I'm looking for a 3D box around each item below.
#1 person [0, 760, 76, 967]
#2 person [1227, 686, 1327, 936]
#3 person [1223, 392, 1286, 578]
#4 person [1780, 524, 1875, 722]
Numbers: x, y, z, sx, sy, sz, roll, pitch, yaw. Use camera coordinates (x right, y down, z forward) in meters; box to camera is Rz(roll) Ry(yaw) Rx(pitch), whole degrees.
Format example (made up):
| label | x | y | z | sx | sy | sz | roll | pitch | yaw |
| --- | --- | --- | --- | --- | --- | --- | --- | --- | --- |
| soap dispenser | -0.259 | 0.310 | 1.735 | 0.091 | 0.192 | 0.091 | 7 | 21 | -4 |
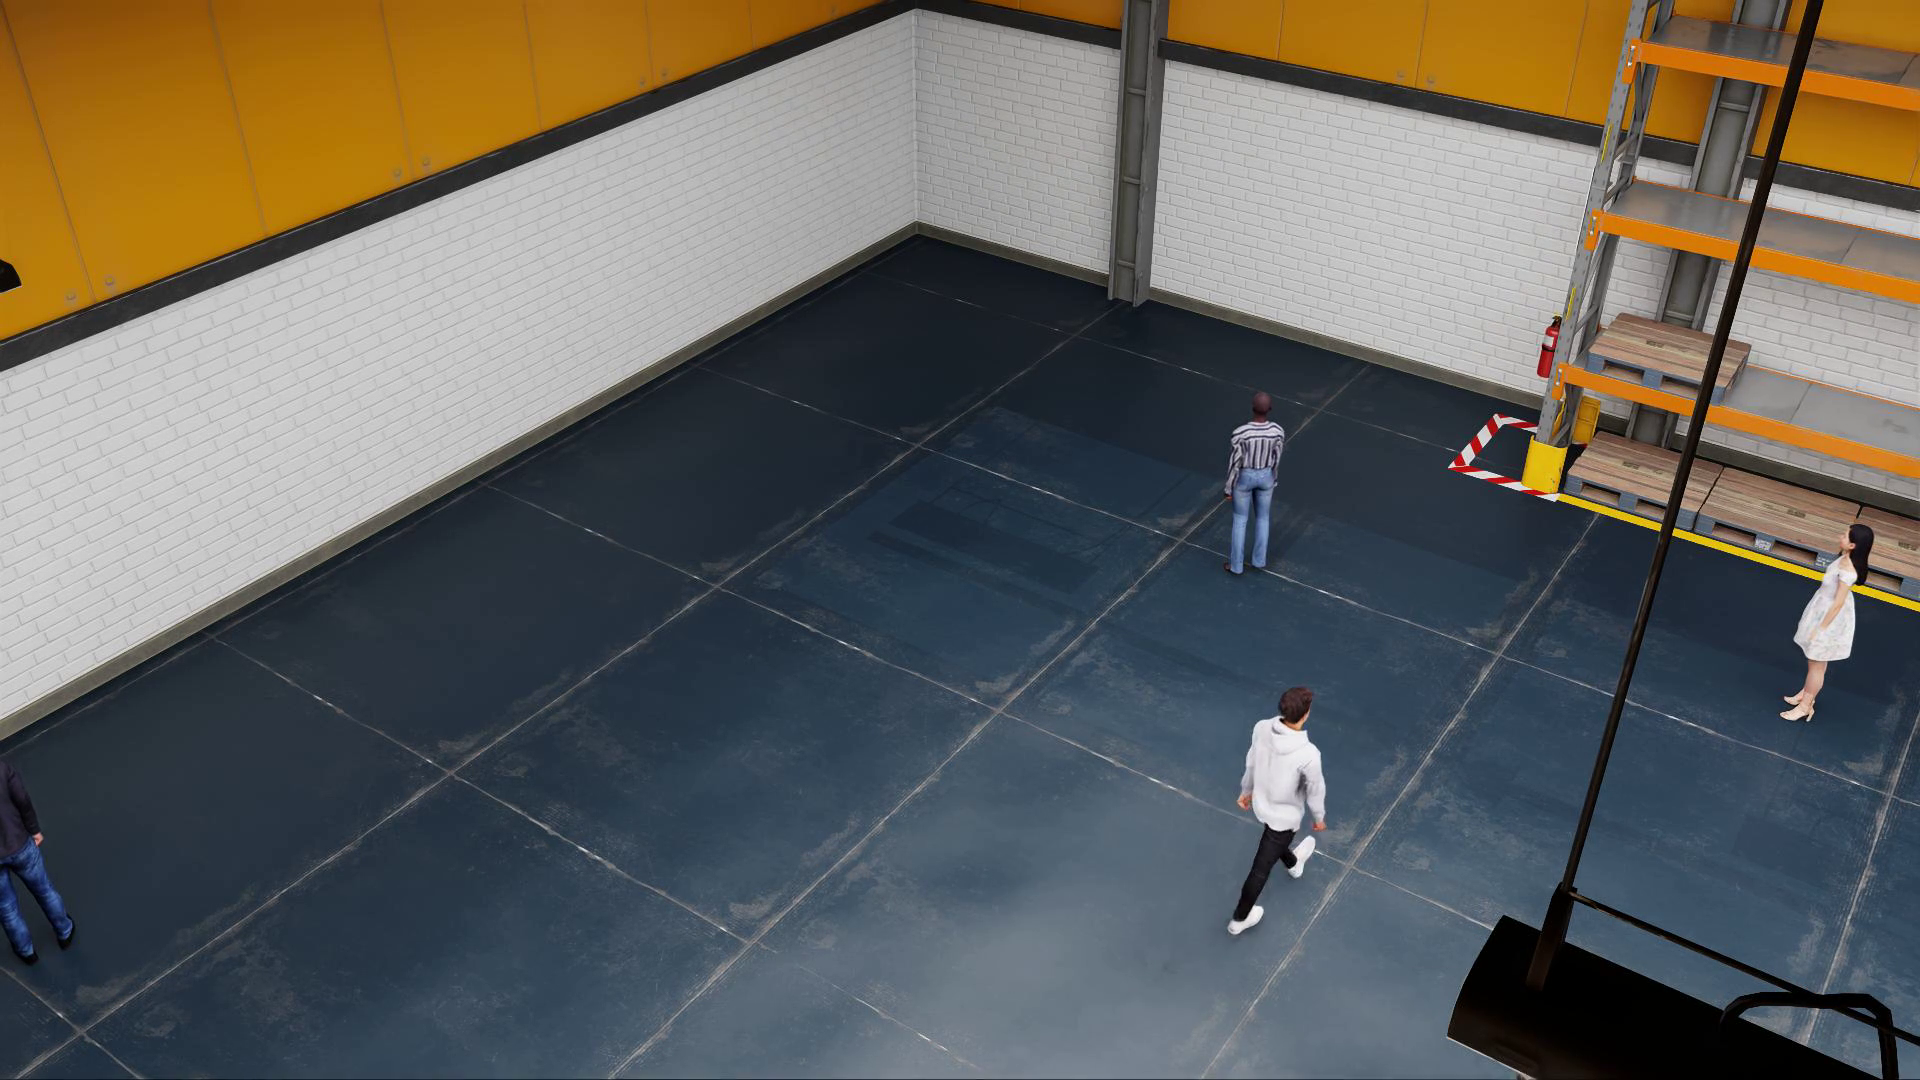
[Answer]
| label | x | y | z | sx | sy | sz | roll | pitch | yaw |
| --- | --- | --- | --- | --- | --- | --- | --- | --- | --- |
| person | -6.142 | 1.955 | 10.629 | 0.735 | 1.890 | 0.682 | -23 | 40 | -30 |
| person | 2.013 | 1.812 | 10.861 | 0.965 | 1.872 | 1.212 | -26 | 41 | -33 |
| person | 2.534 | -0.472 | 14.366 | 0.690 | 1.796 | 0.743 | -7 | 34 | -10 |
| person | 6.641 | 0.630 | 12.727 | 0.631 | 1.775 | 0.646 | 19 | 38 | 26 |
